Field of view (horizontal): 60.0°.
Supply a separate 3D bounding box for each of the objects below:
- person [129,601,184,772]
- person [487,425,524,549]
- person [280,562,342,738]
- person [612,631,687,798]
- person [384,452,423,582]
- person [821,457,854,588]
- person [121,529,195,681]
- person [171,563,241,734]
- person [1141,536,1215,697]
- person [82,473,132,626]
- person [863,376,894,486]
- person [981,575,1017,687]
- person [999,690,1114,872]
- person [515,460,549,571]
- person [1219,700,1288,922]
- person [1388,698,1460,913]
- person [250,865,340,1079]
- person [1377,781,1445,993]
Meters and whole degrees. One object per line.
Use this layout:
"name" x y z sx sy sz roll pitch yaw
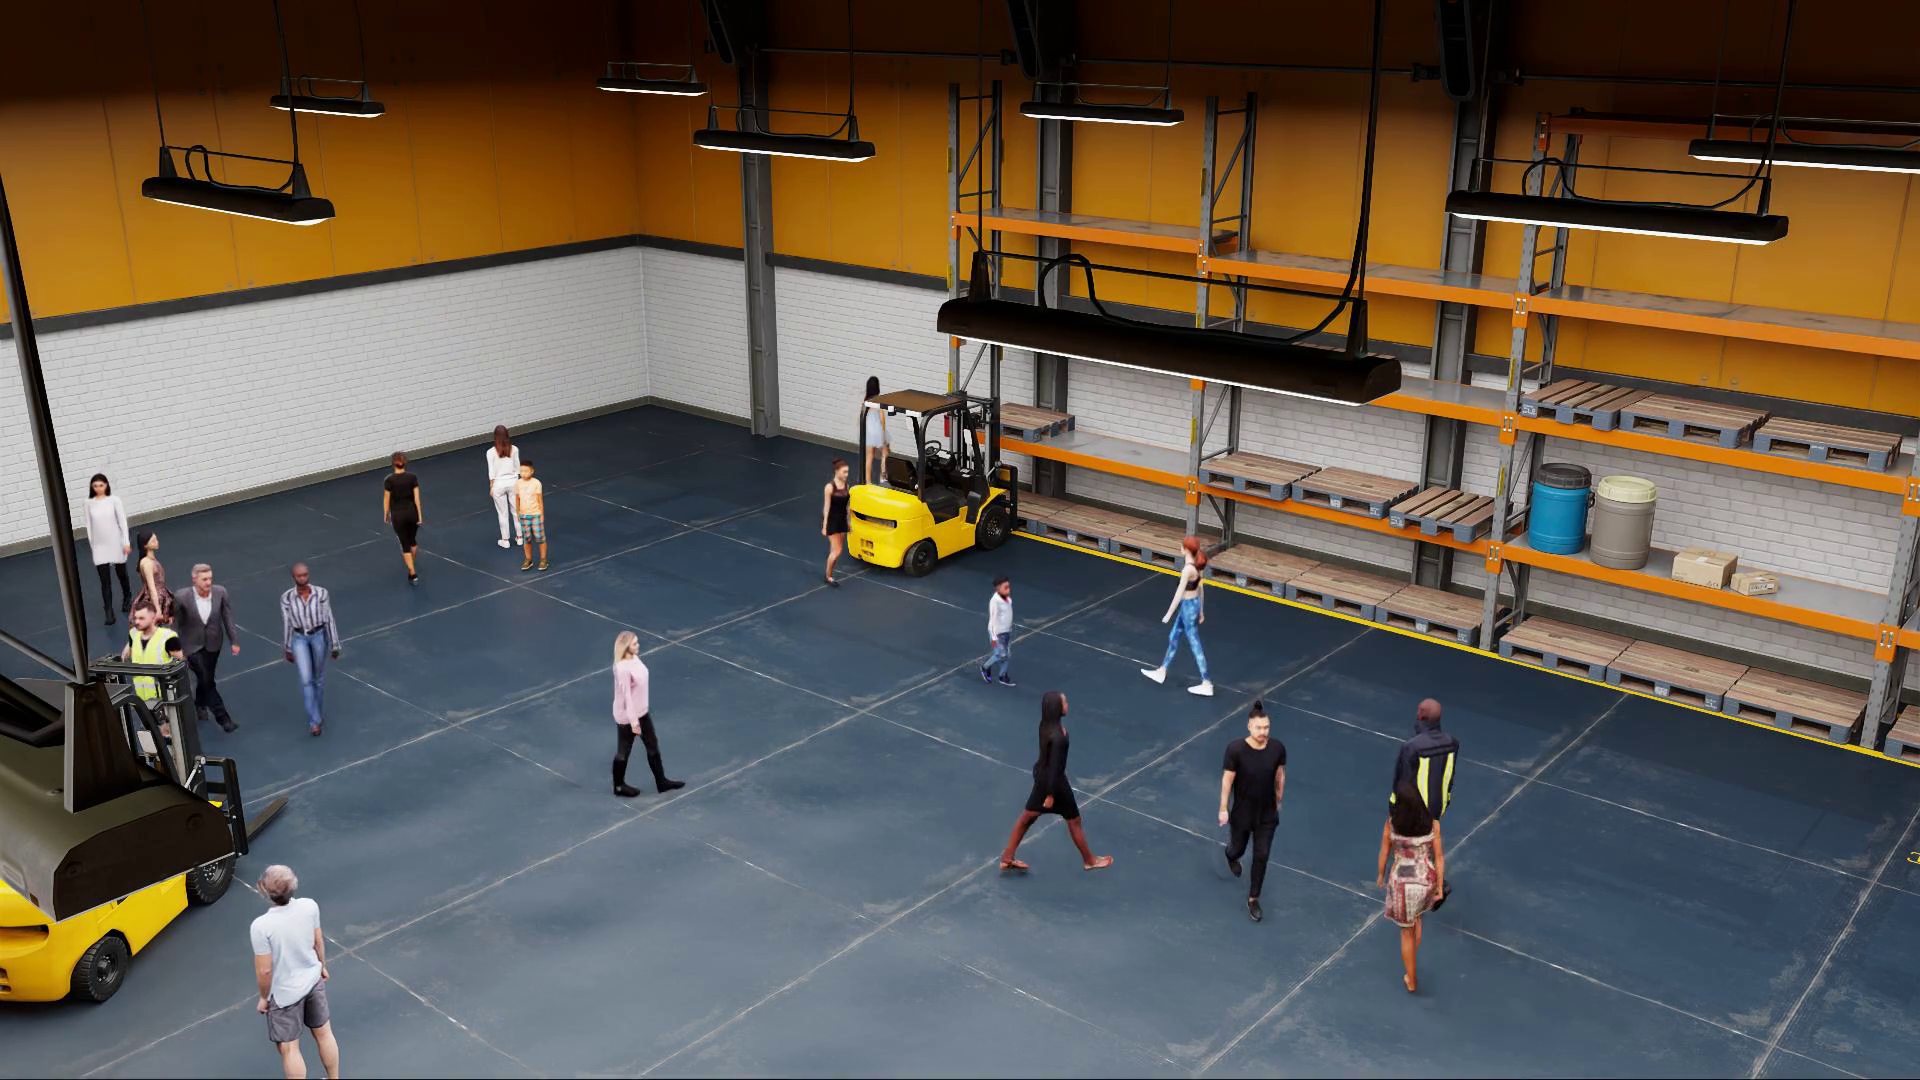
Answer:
"person" -7.582 1.410 15.803 1.020 1.829 1.003 4 19 12
"person" -6.109 -0.734 22.390 0.657 1.688 0.634 -12 22 -31
"person" -6.640 1.056 16.945 0.848 1.772 1.000 -11 21 -29
"person" -3.132 1.626 15.424 1.020 1.662 0.886 3 19 9
"person" -7.027 -0.262 21.082 0.849 1.628 1.179 -11 22 -30
"person" -1.619 -0.228 20.930 0.565 1.661 0.597 16 24 39
"person" -8.752 0.763 17.877 1.051 1.731 1.200 -7 20 -20
"person" -7.747 1.072 16.903 0.738 1.768 1.192 -17 25 -40
"person" 2.512 0.846 17.606 1.116 1.747 0.753 8 20 23
"person" -10.132 0.059 19.891 0.968 1.780 1.098 -5 19 -14
"person" -1.323 -1.573 24.845 0.706 1.712 0.717 11 22 30
"person" 0.403 0.965 18.028 0.623 1.253 0.486 14 23 35
"person" 0.682 2.091 14.037 1.196 1.666 1.185 -3 19 -9
"person" -5.557 -0.335 21.565 0.576 1.459 0.651 1 19 2
"person" 2.375 2.143 13.601 1.069 1.845 1.140 -4 19 -11
"person" 3.815 2.169 13.588 1.023 1.803 1.210 -8 20 -23
"person" -4.433 2.997 11.087 0.534 1.830 0.651 14 23 35
"person" 3.422 2.631 12.527 0.837 1.606 0.884 5 19 14
